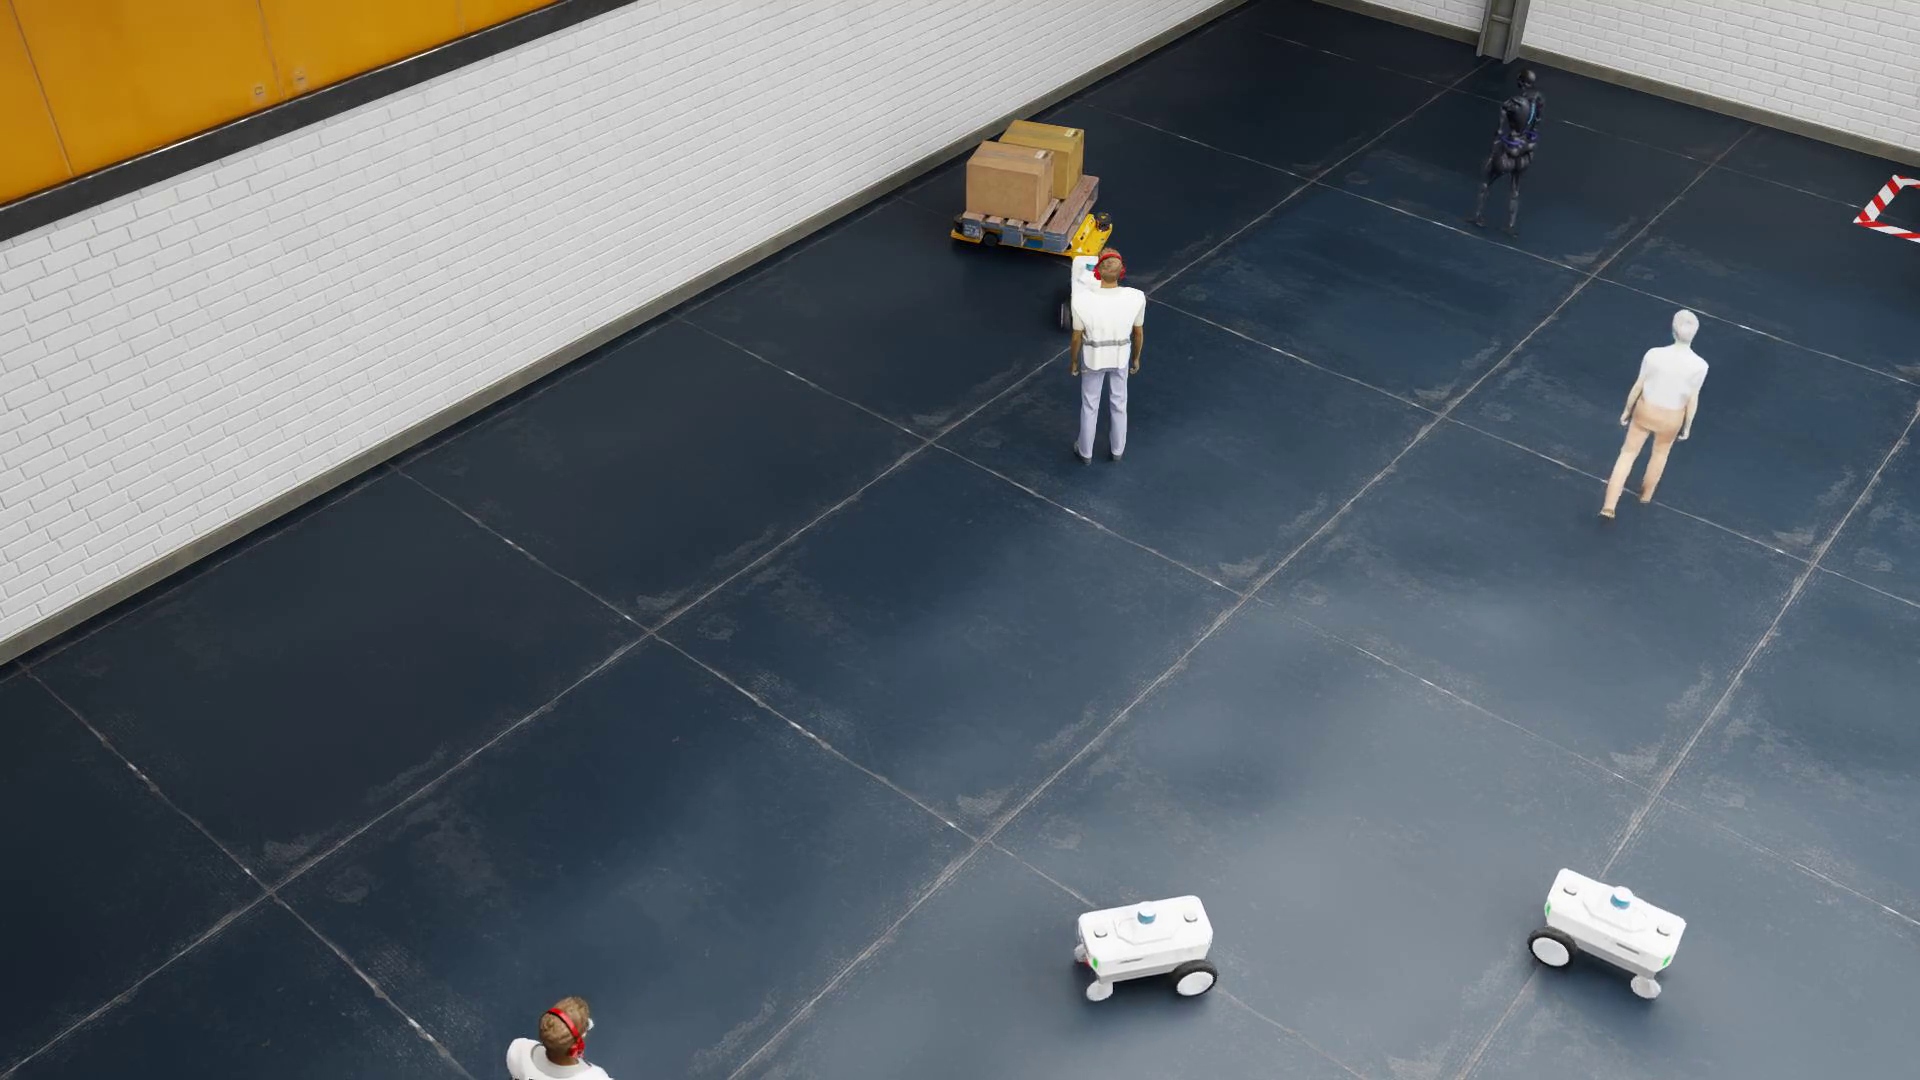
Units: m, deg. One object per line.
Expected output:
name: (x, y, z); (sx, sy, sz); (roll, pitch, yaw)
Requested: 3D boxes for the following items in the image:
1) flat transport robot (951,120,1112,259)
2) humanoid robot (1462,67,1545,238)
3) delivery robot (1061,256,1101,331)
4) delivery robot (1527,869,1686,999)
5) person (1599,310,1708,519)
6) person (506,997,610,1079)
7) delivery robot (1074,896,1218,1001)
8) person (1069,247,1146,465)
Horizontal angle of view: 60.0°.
flat transport robot: (0.693, -3.013, 16.026); (1.431, 0.231, 0.659); (13, 41, 15)
humanoid robot: (5.206, -3.704, 15.766); (0.587, 1.641, 0.606); (-19, 43, -22)
delivery robot: (1.168, -2.207, 14.793); (0.521, 0.588, 0.760); (2, 39, 2)
delivery robot: (3.647, 2.175, 9.353); (0.789, 0.587, 0.499); (22, 44, 25)
person: (5.145, -0.903, 12.259); (0.484, 1.722, 0.741); (18, 42, 21)
person: (-1.750, 2.752, 7.627); (0.582, 1.827, 0.403); (17, 42, 19)
delivery robot: (1.046, 2.249, 9.281); (0.812, 0.614, 0.499); (-7, 39, -9)
person: (1.112, -1.377, 12.736); (0.565, 1.850, 0.390); (-4, 39, -5)
